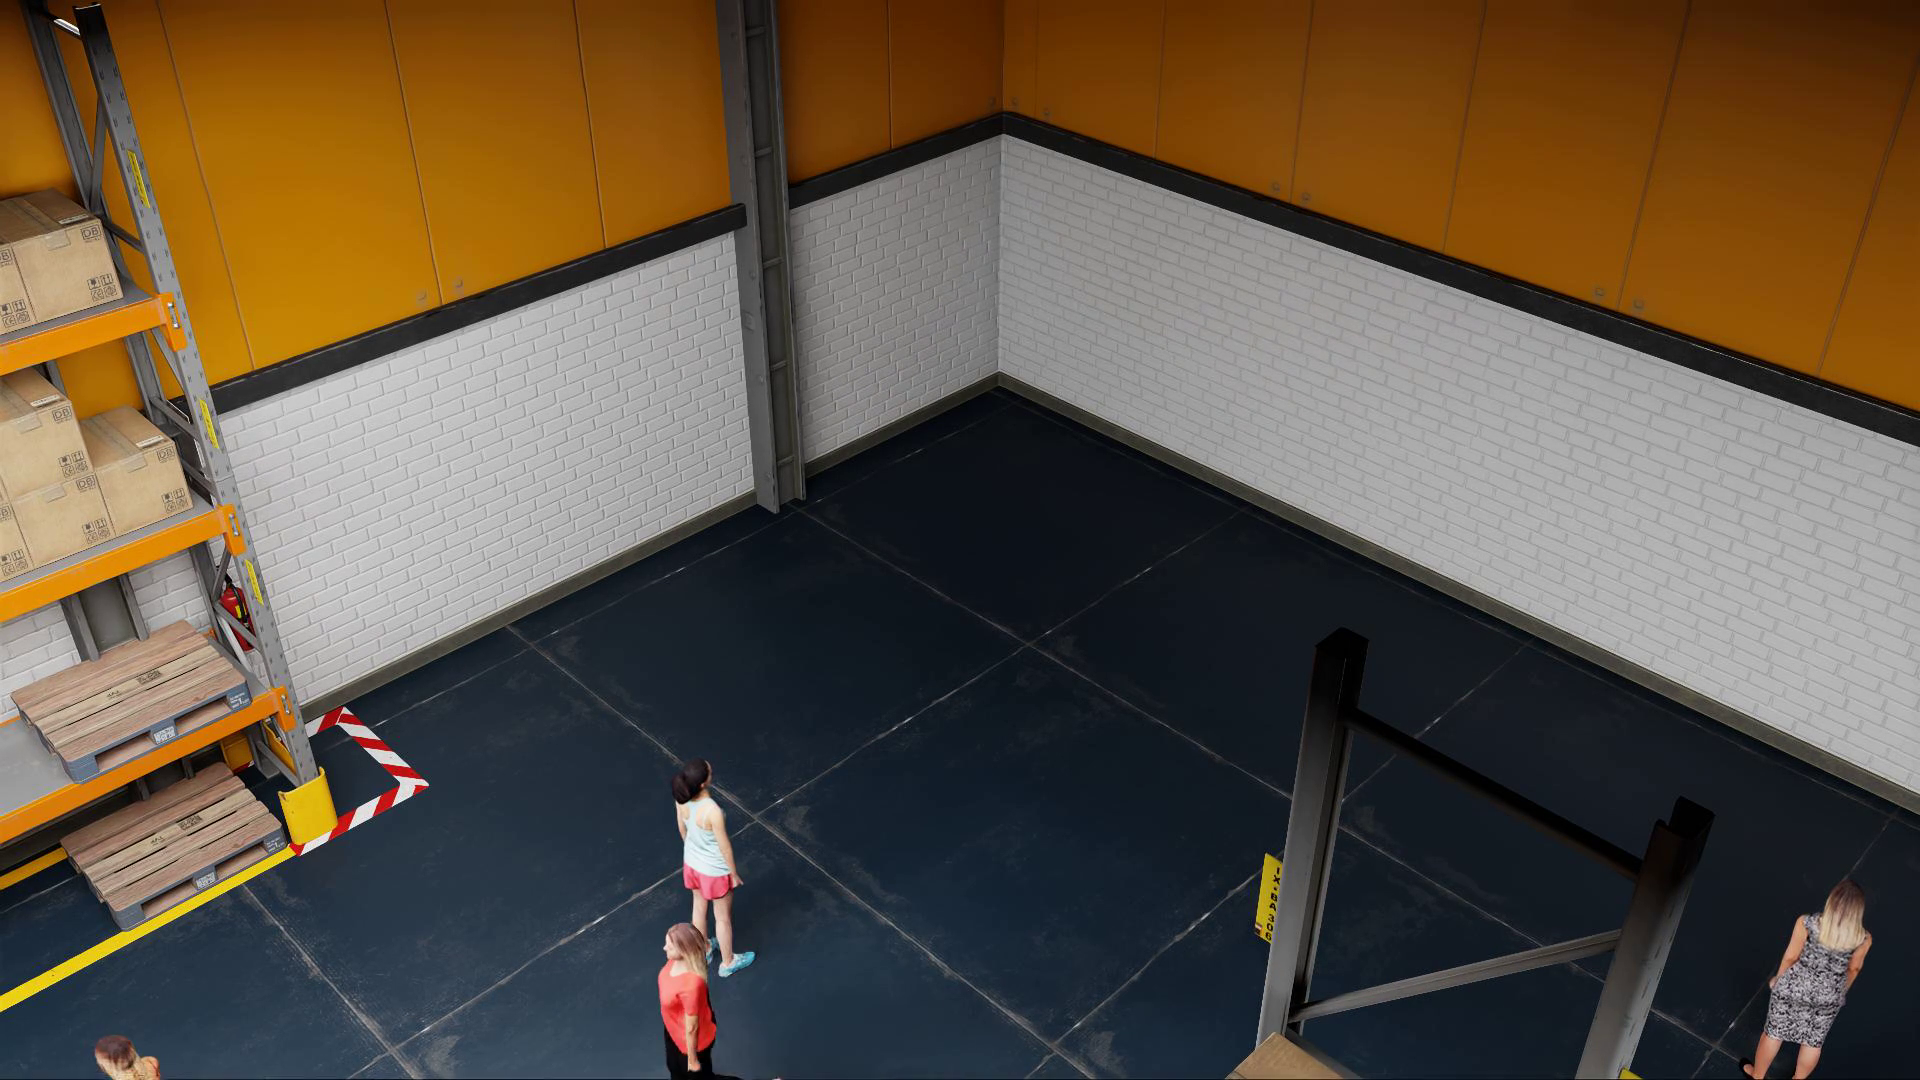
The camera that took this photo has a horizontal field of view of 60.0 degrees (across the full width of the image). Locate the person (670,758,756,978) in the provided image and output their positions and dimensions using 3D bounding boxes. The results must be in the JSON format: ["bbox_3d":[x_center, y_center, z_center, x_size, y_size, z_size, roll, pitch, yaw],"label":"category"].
[{"bbox_3d":[-1.619,2.099,10.736,0.620,1.764,0.618,23,40,30],"label":"person"}]

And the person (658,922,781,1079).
[{"bbox_3d":[-1.473,2.852,9.686,1.123,1.671,0.934,-8,34,-11],"label":"person"}]

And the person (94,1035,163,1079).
[{"bbox_3d":[-4.384,3.307,9.046,0.753,1.623,0.672,7,34,10],"label":"person"}]

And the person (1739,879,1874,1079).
[{"bbox_3d":[5.061,2.683,9.910,0.637,1.704,0.623,11,35,16],"label":"person"}]
